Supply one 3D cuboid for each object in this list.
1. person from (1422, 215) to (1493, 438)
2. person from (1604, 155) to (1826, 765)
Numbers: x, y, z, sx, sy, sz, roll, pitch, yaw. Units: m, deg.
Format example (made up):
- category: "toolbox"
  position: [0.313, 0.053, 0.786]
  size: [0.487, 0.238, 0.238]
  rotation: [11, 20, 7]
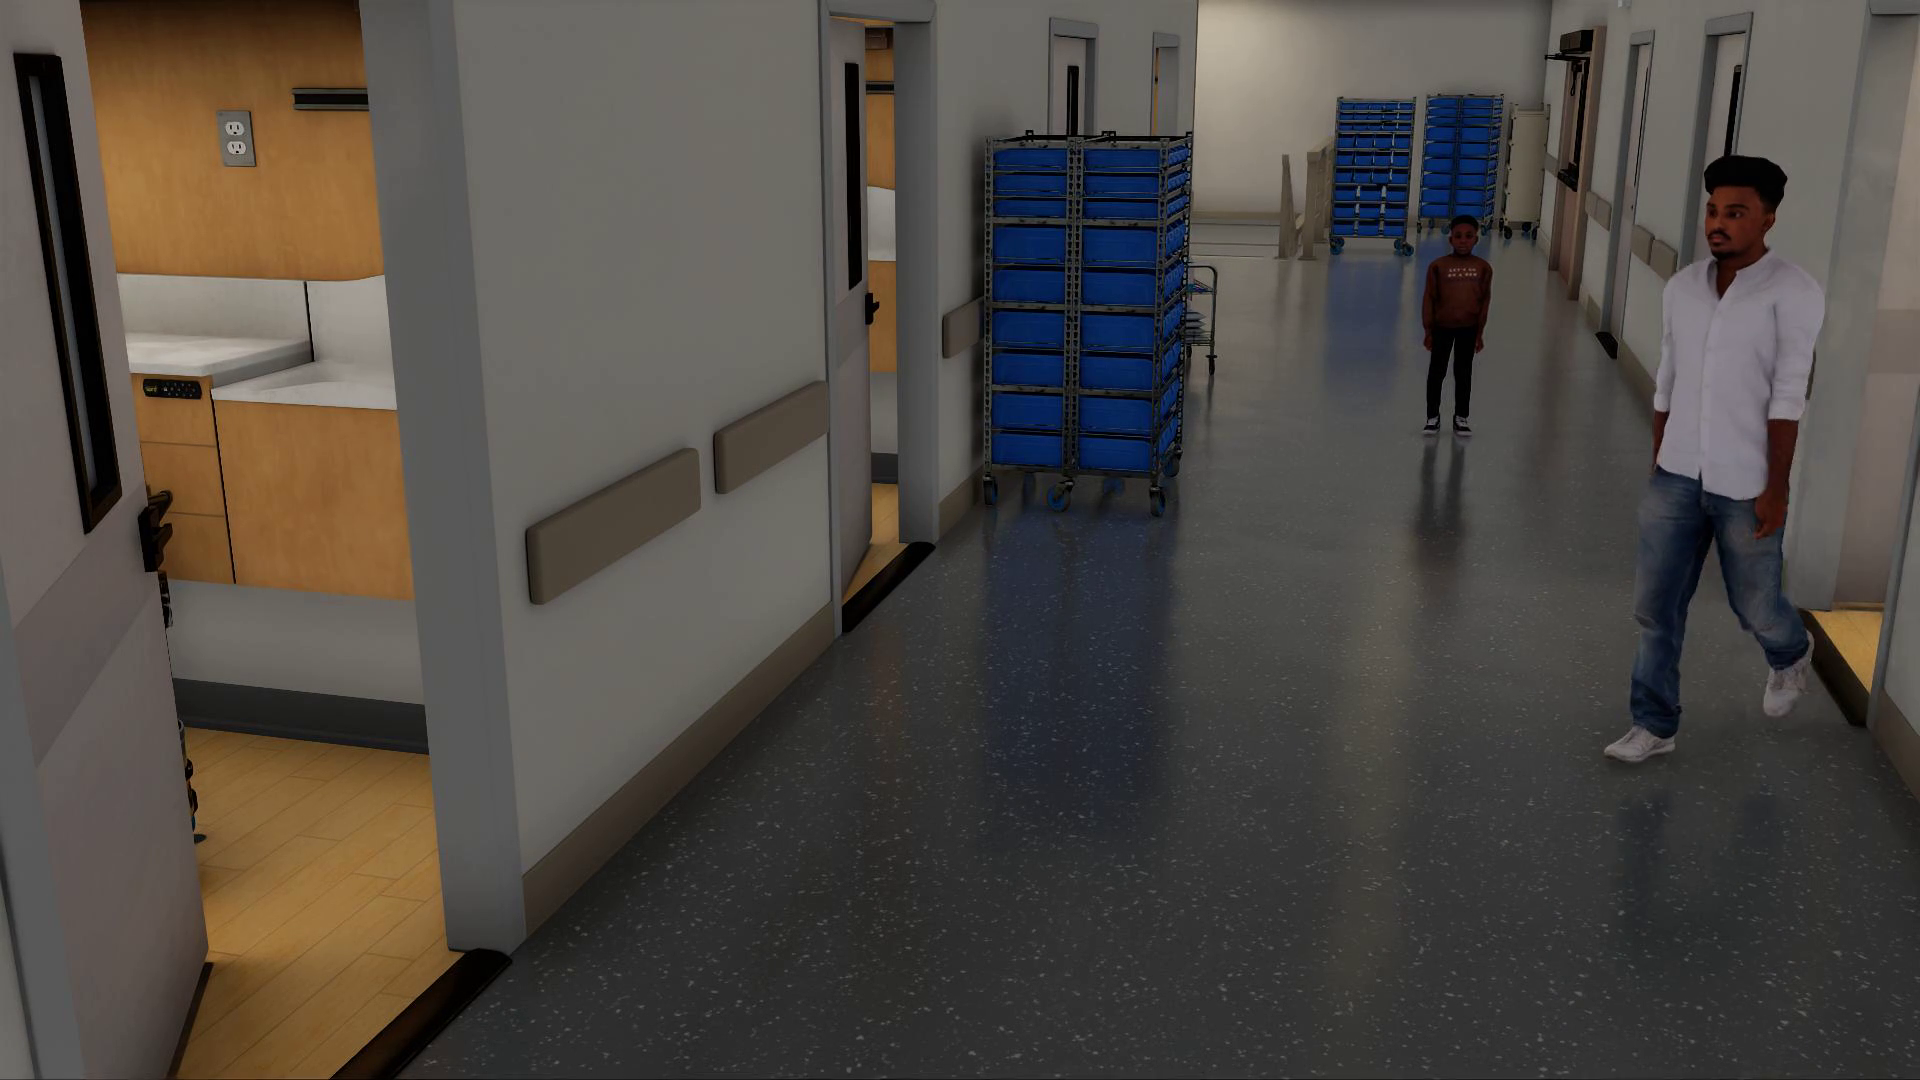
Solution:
- category: "person"
  position: [2.832, -1.226, 9.499]
  size: [0.538, 1.255, 0.506]
  rotation: [3, 16, 9]
- category: "person"
  position: [2.315, -0.220, 4.942]
  size: [1.170, 1.793, 1.028]
  rotation: [-12, 20, -37]
